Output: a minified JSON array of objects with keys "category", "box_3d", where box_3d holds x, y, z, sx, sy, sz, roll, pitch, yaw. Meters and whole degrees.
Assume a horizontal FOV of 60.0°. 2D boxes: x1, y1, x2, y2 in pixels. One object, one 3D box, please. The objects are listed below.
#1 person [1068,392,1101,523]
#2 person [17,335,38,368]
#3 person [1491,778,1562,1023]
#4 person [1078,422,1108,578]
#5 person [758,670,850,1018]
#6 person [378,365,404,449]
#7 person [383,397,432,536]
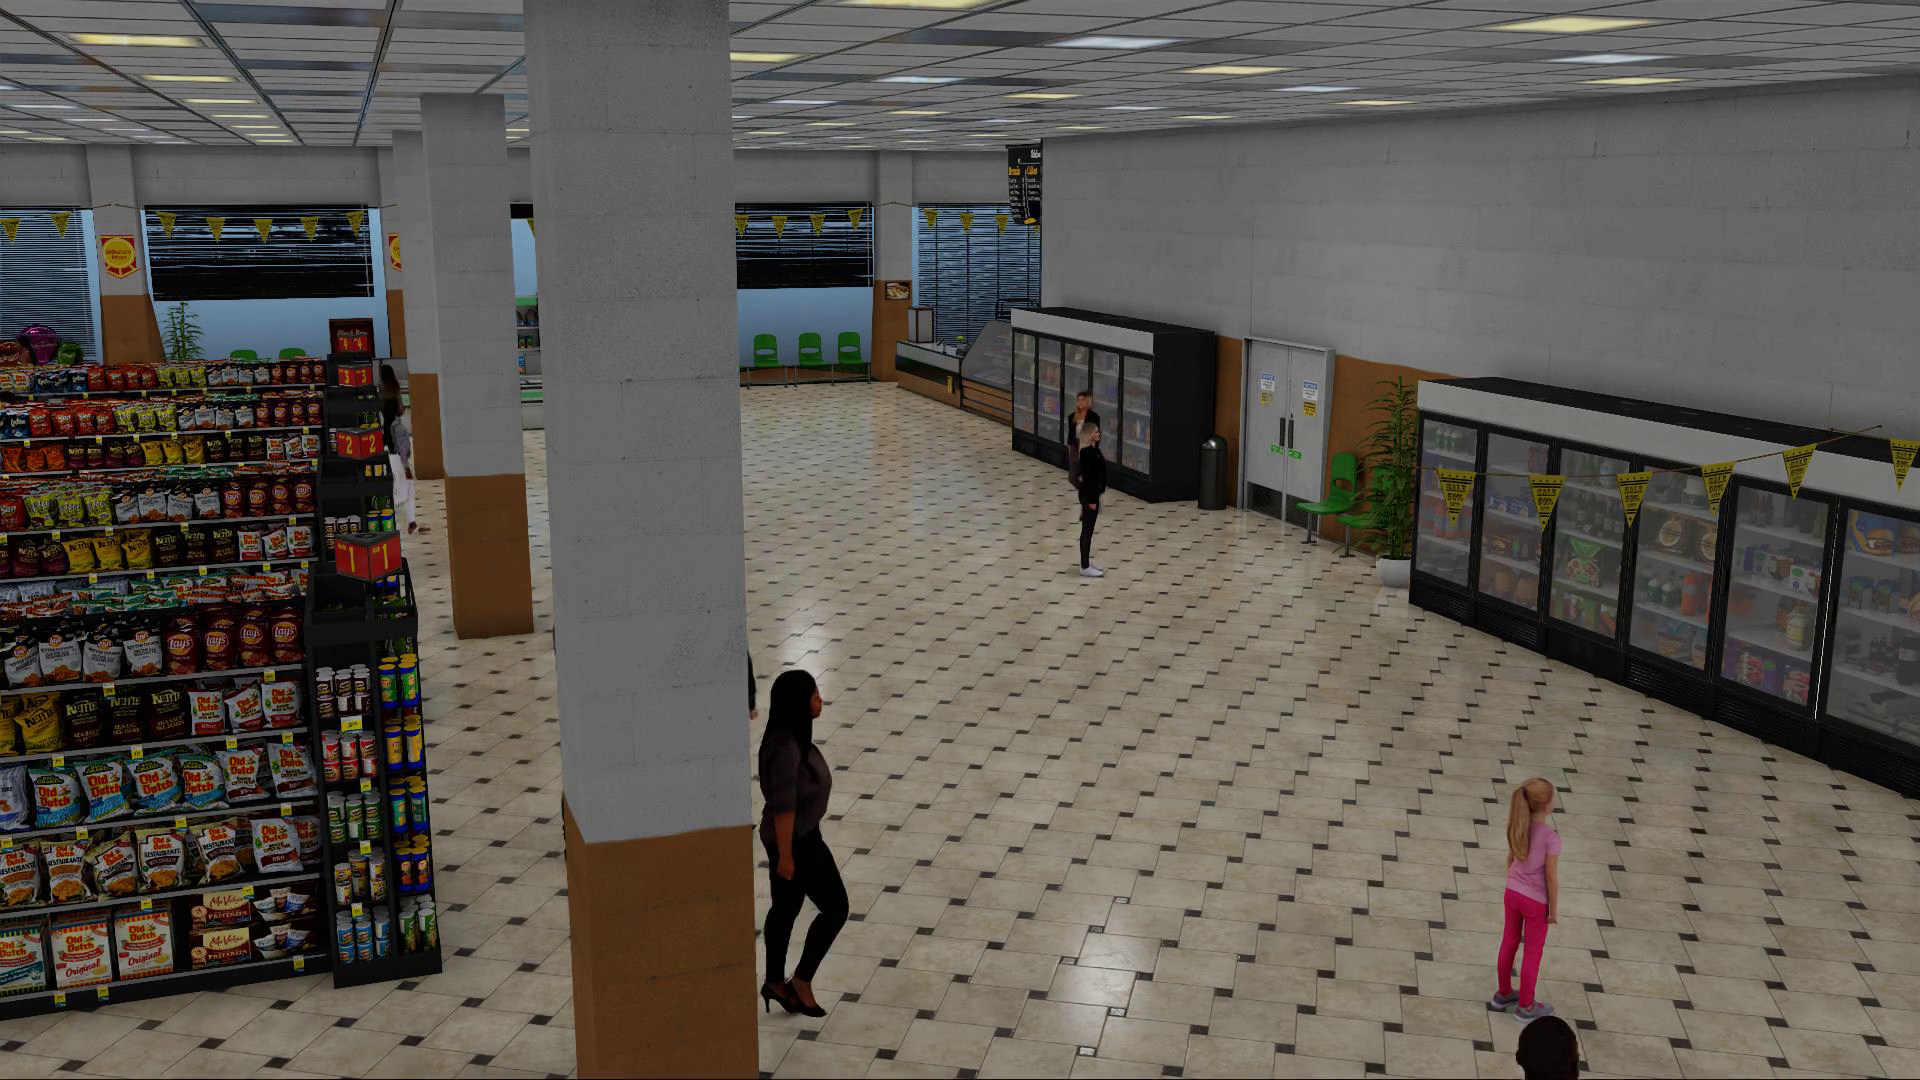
[{"category":"person","box_3d":[1.620,-1.066,21.249,0.829,1.656,0.891,6,13,26]},{"category":"person","box_3d":[-15.811,-2.627,28.454,0.825,1.742,0.716,0,12,1]},{"category":"person","box_3d":[2.897,1.815,8.495,0.536,1.272,0.508,-7,14,-30]},{"category":"person","box_3d":[1.414,-0.454,18.265,0.676,1.687,0.682,1,12,6]},{"category":"person","box_3d":[-0.936,1.560,8.361,0.731,1.827,0.731,-2,12,-9]},{"category":"person","box_3d":[-8.943,-2.007,26.251,1.057,1.435,0.967,4,13,20]},{"category":"person","box_3d":[-6.871,-0.867,20.181,1.023,1.706,0.653,-6,13,-26]}]
